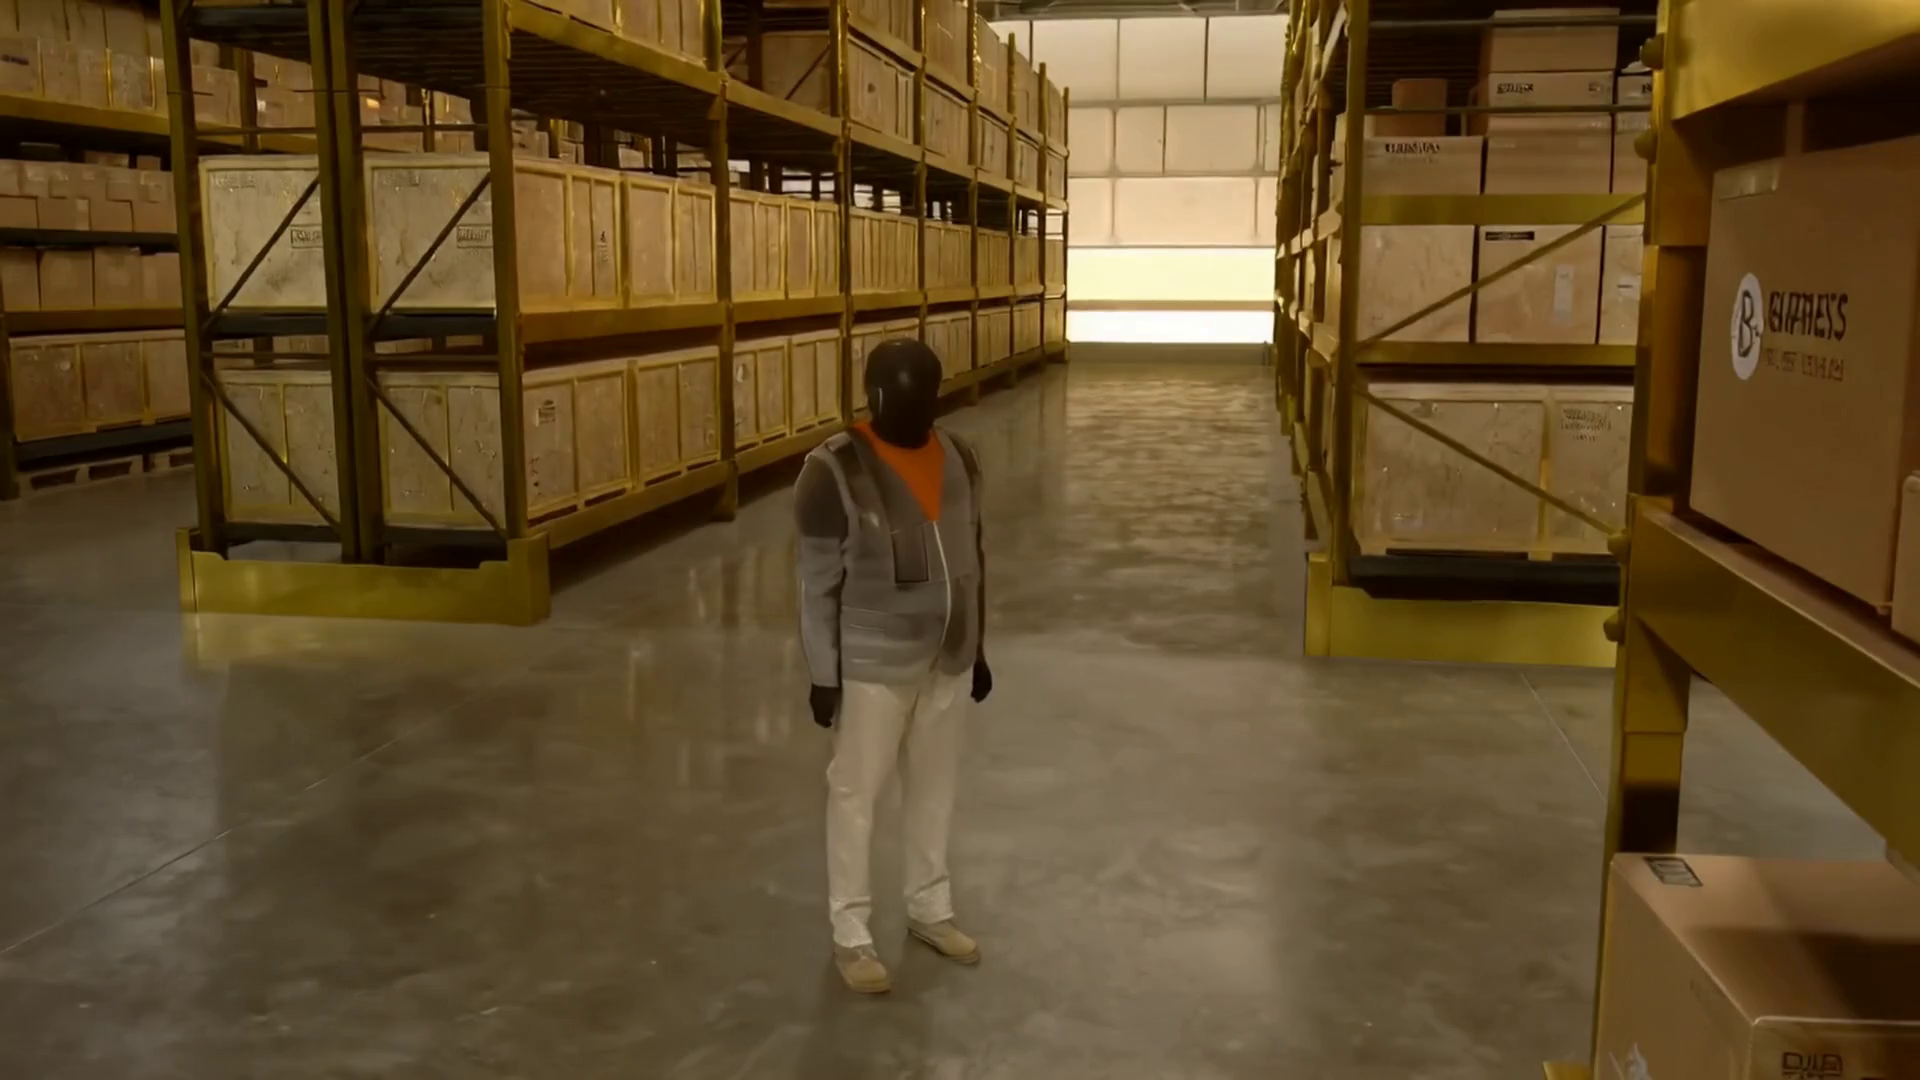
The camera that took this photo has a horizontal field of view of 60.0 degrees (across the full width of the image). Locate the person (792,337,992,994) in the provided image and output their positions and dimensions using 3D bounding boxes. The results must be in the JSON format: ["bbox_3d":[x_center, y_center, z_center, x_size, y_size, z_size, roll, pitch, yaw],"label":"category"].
[{"bbox_3d":[-0.161,0.347,4.749,0.634,1.842,0.429,-7,11,-37],"label":"person"}]
